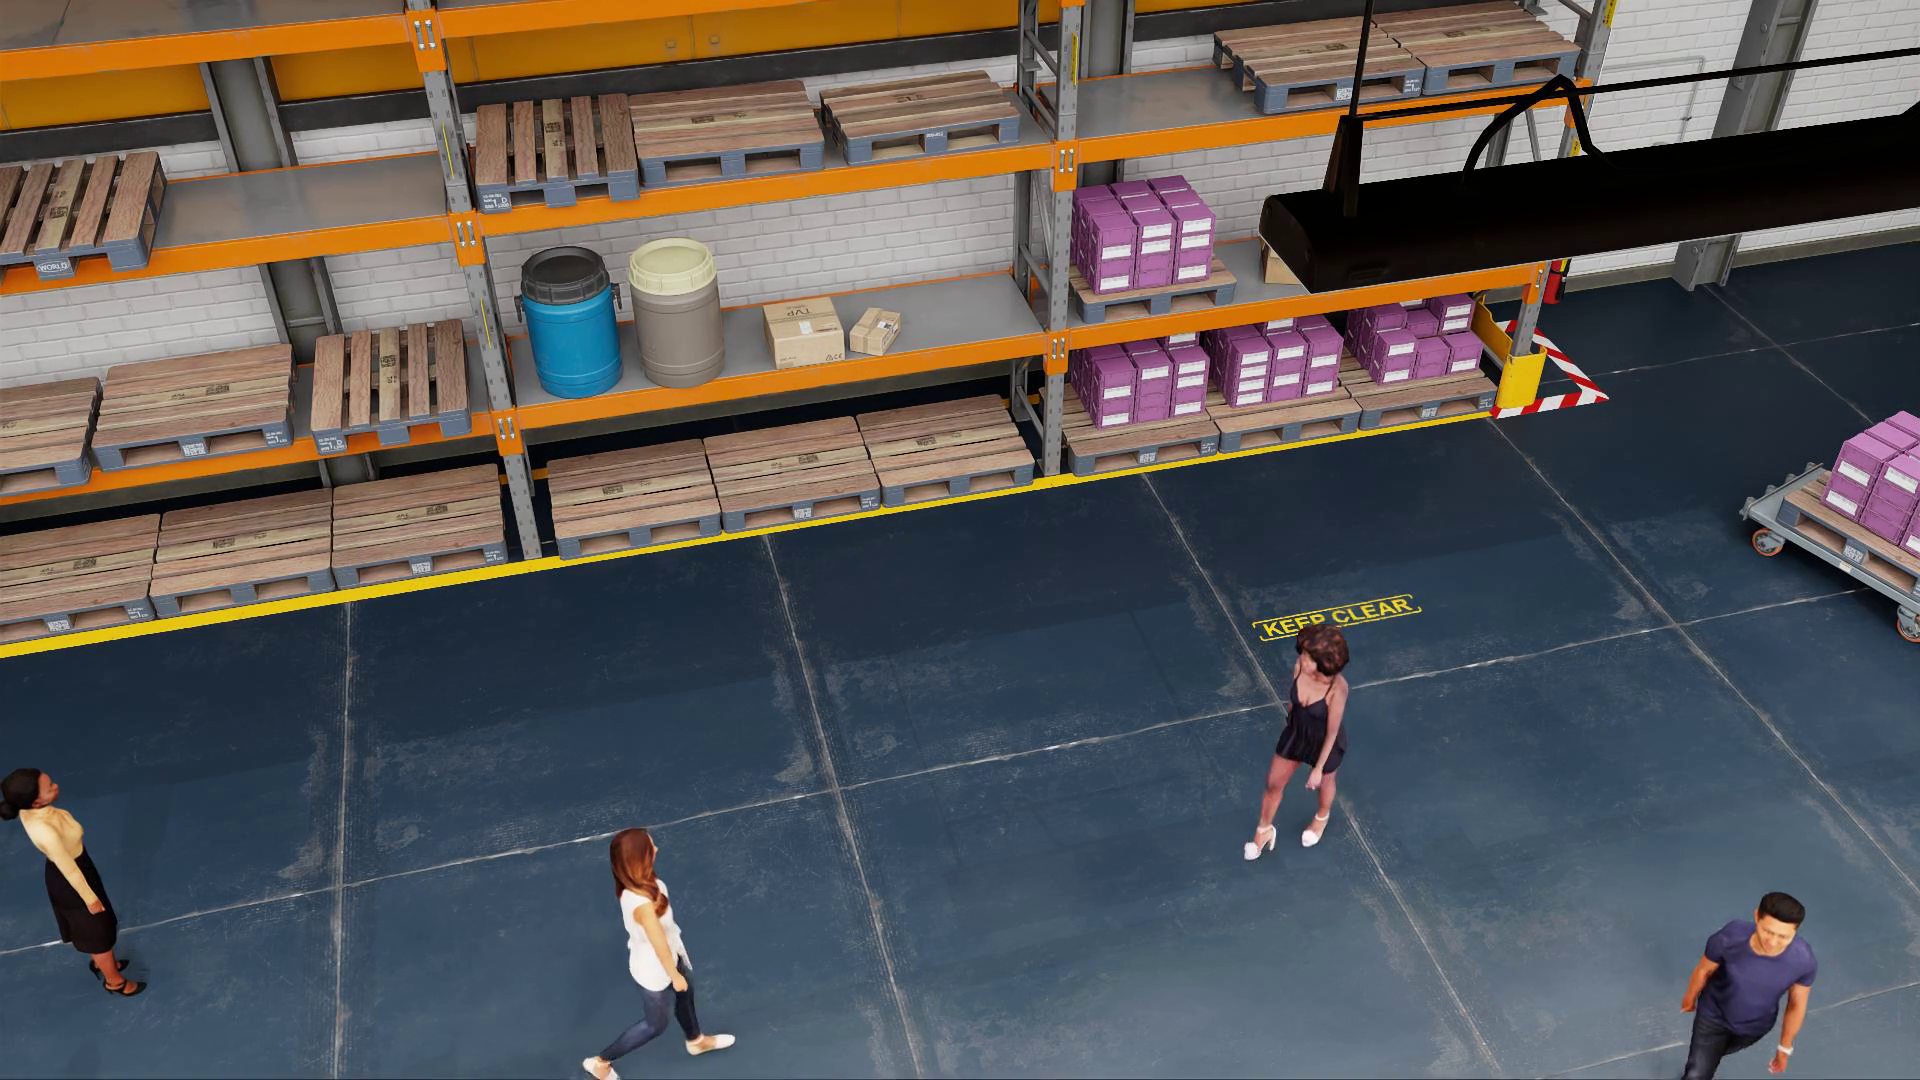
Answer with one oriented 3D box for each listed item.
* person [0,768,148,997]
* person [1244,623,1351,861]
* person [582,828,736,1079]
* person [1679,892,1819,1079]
[{"bbox_3d":[-4.694,1.812,8.812,0.680,1.654,0.667,-29,47,-31],"label":"person"},{"bbox_3d":[2.094,1.128,9.581,0.800,1.764,0.924,31,48,33],"label":"person"},{"bbox_3d":[-1.602,2.129,8.328,0.999,1.763,0.578,-10,40,-12],"label":"person"},{"bbox_3d":[3.815,2.273,8.166,1.139,1.739,1.084,11,40,14],"label":"person"}]
